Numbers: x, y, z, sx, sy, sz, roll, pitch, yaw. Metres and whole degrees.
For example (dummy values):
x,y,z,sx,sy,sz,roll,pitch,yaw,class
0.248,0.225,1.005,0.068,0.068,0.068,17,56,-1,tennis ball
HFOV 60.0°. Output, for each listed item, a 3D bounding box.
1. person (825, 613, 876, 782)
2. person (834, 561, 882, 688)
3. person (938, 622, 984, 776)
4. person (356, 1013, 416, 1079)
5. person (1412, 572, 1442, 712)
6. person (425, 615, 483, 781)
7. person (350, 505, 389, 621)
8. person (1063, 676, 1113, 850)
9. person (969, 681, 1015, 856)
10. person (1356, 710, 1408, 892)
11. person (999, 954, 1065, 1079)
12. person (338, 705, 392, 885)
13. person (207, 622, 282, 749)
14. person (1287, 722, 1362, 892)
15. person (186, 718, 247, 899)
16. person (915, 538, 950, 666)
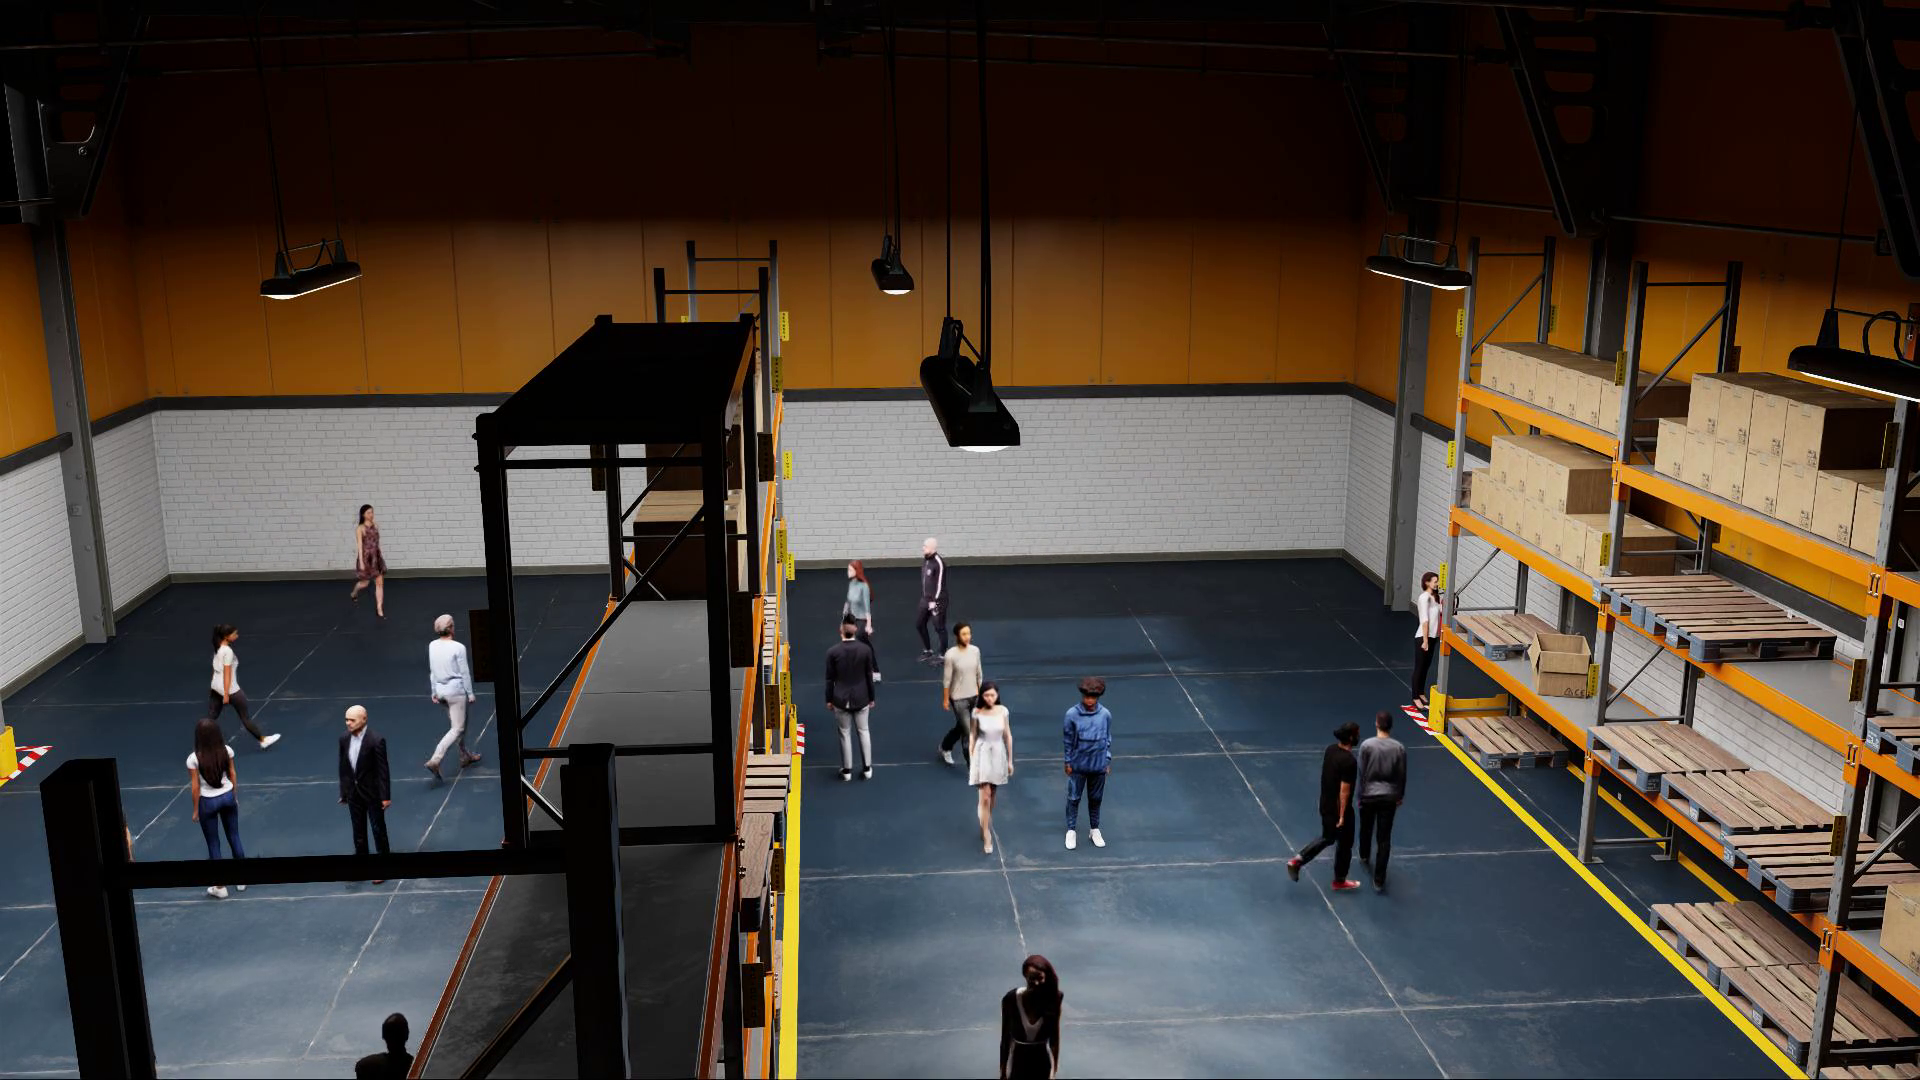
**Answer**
x,y,z,sx,sy,sz,roll,pitch,yaw,class
-1.230,1.764,18.796,0.722,1.954,0.613,-2,14,-8,person
-1.248,1.117,22.002,1.009,1.702,1.104,-9,16,-33,person
-0.009,1.795,19.036,1.055,1.780,1.230,-11,17,-37,person
-3.567,3.871,10.479,0.663,1.773,1.113,-1,14,-5,person
5.929,1.271,21.171,0.746,1.794,0.652,8,16,31,person
-5.806,1.798,18.842,1.085,1.866,1.272,7,15,27,person
-8.960,0.338,25.107,1.040,1.754,1.050,8,16,29,person
1.301,2.260,17.067,0.683,1.803,0.578,-2,14,-9,person
0.290,2.276,17.115,0.703,1.750,0.946,-3,14,-13,person
4.054,2.538,16.071,0.839,1.731,1.114,3,14,10,person
0.455,3.641,11.426,0.659,1.774,1.084,0,14,-1,person
-5.811,2.459,16.256,0.761,1.798,0.699,4,14,14,person
-8.660,1.795,19.448,1.114,1.587,1.153,11,17,37,person
3.519,2.583,15.901,0.849,1.724,0.972,-4,14,-15,person
-7.112,2.550,15.932,0.717,1.774,0.668,12,18,42,person
-0.259,0.842,22.896,0.839,1.816,0.747,-9,16,-32,person
